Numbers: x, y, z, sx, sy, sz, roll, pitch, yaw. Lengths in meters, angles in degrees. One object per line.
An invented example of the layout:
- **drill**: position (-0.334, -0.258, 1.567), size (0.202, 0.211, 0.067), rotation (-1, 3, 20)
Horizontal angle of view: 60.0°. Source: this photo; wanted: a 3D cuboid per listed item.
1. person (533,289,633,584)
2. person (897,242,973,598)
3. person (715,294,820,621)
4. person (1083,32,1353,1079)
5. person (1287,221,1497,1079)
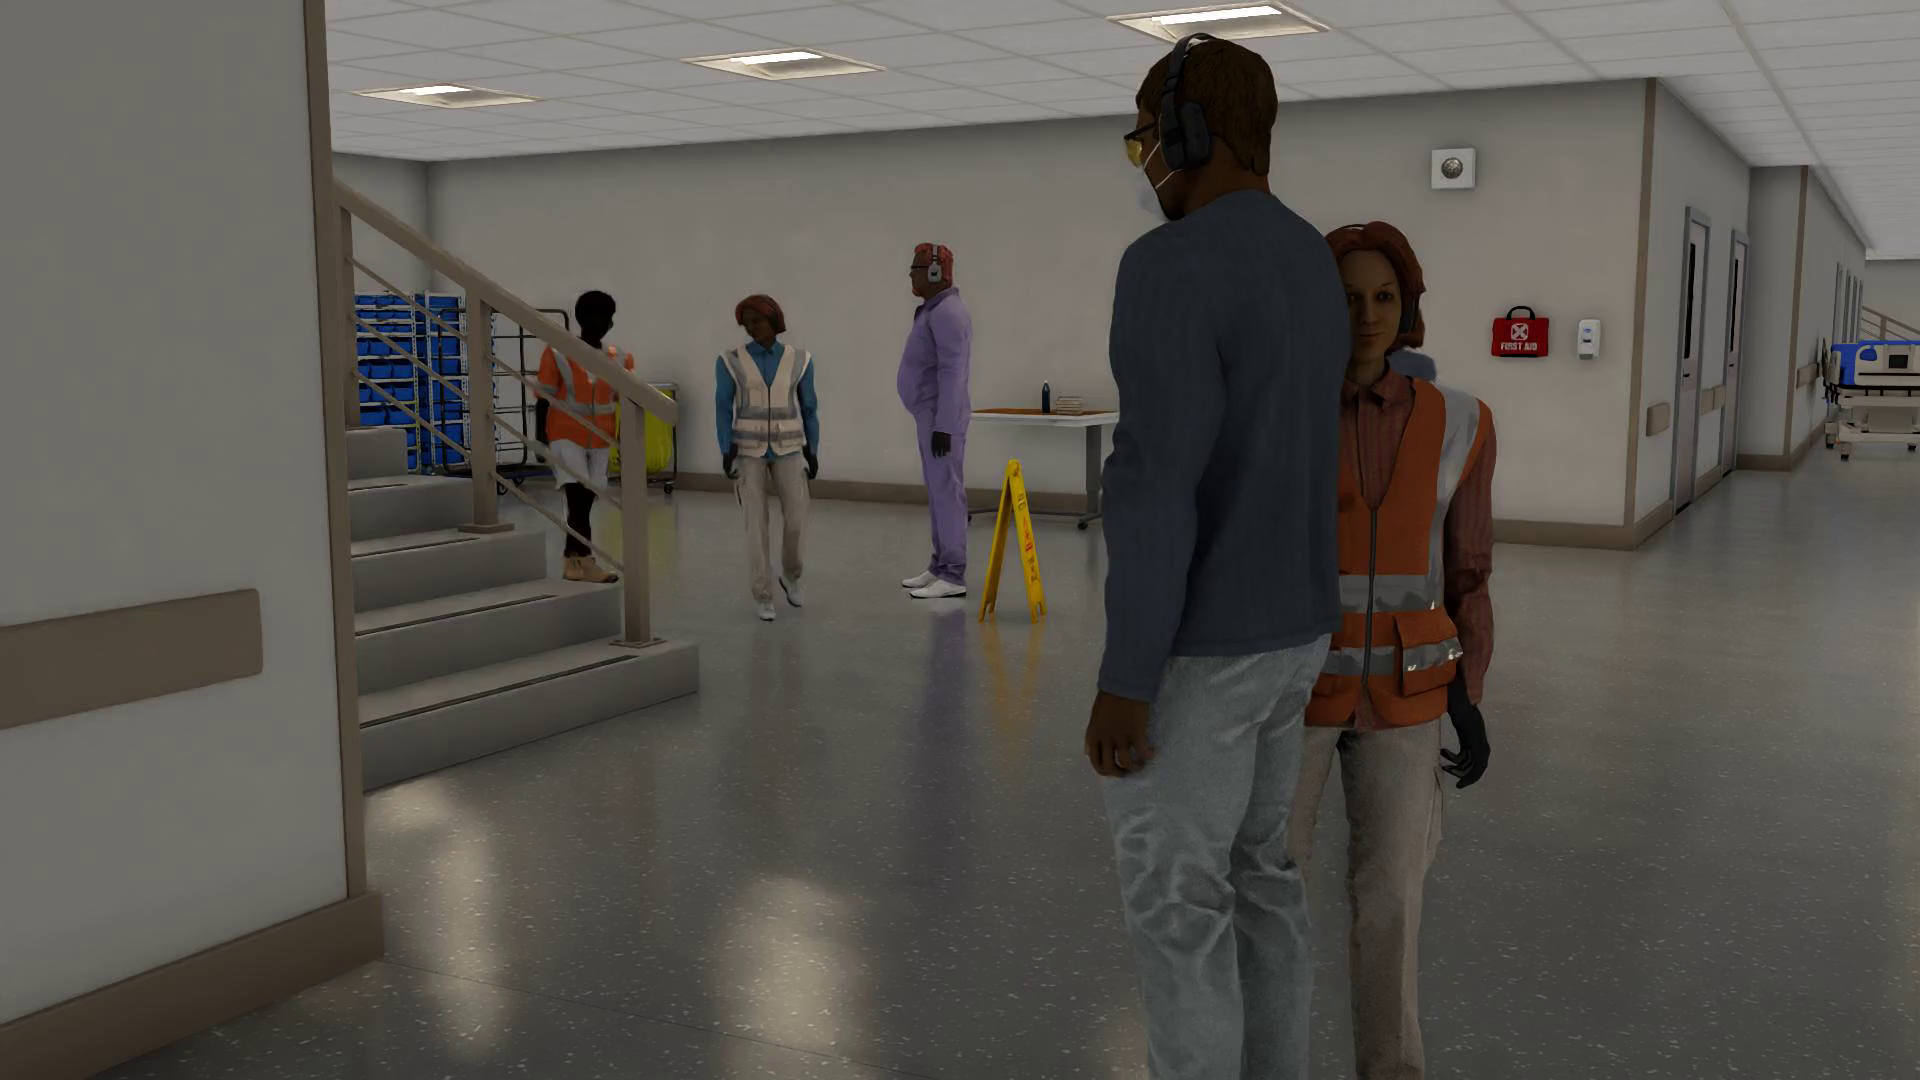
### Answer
- **person**: position (-2.064, -0.550, 9.213), size (0.544, 1.650, 0.808), rotation (-5, 9, -35)
- **person**: position (-0.140, -0.641, 8.995), size (0.400, 1.910, 0.643), rotation (-1, 7, -6)
- **person**: position (-0.958, -0.416, 8.337), size (0.537, 1.628, 0.381), rotation (-2, 8, -13)
- **person**: position (0.406, 0.176, 2.659), size (0.391, 1.928, 0.636), rotation (5, 9, 33)
- **person**: position (0.655, 0.291, 2.847), size (0.514, 1.641, 0.308), rotation (-1, 7, -4)
